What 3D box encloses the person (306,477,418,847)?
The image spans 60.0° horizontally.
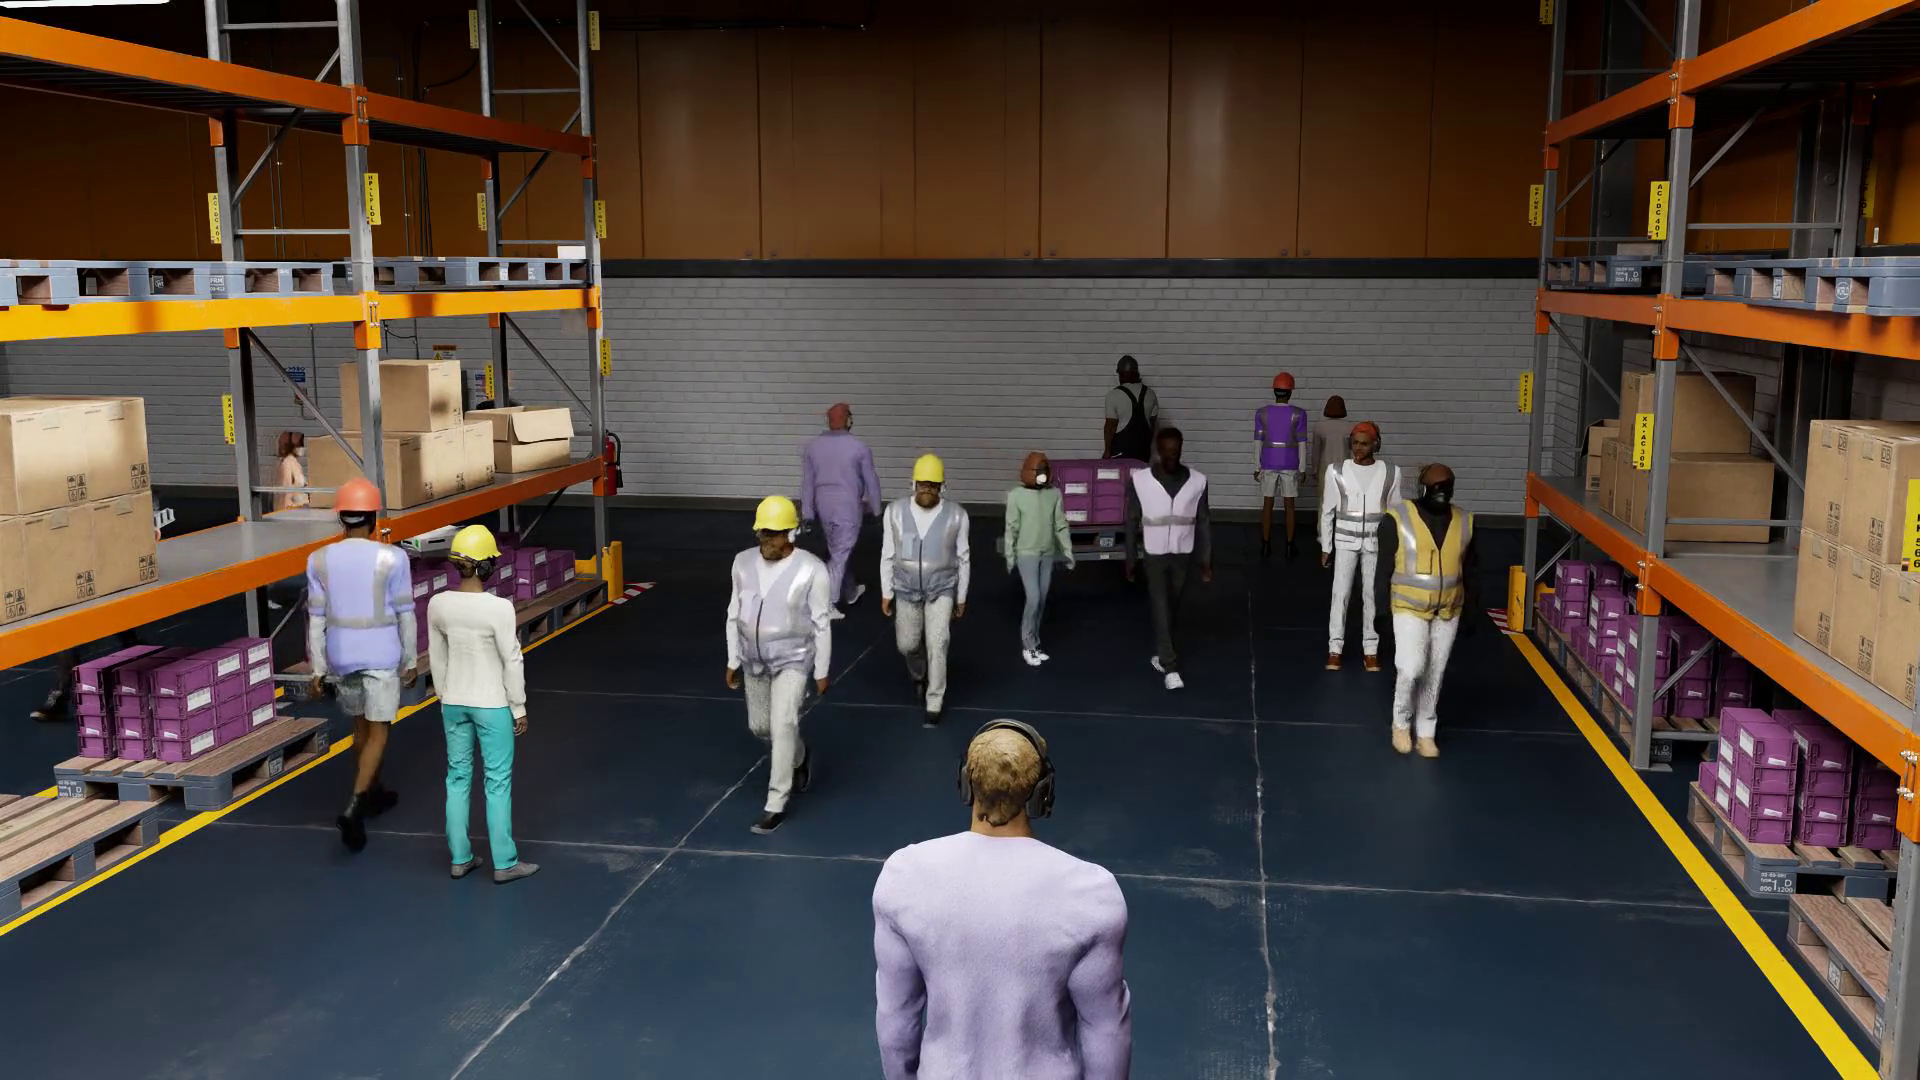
[{"bbox_3d":[-3.174,0.631,8.782,0.551,1.913,0.889,0,9,2],"label":"person"}]

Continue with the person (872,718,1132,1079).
[{"bbox_3d":[0.107,1.379,4.057,0.632,1.939,0.368,3,10,15],"label":"person"}]

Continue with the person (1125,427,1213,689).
[{"bbox_3d":[1.533,0.112,12.107,0.609,1.860,0.993,-1,9,-9],"label":"person"}]

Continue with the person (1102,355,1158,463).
[{"bbox_3d":[1.880,-1.084,18.932,0.672,2.000,0.536,-5,10,-28],"label":"person"}]

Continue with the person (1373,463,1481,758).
[{"bbox_3d":[2.870,0.436,10.204,0.656,1.828,0.452,-1,9,-8],"label":"person"}]

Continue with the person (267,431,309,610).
[{"bbox_3d":[-5.852,-0.165,14.634,0.856,1.594,0.525,-3,10,-18],"label":"person"}]

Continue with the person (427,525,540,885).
[{"bbox_3d":[-2.344,0.804,8.137,0.523,1.769,0.310,3,10,20],"label":"person"}]

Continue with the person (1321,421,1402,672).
[{"bbox_3d":[2.989,0.050,12.421,0.584,1.881,0.337,1,9,8],"label":"person"}]

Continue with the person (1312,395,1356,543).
[{"bbox_3d":[4.102,-0.766,18.218,0.501,1.636,0.281,3,10,16],"label":"person"}]

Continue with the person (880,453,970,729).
[{"bbox_3d":[-0.219,0.305,11.076,0.590,1.810,0.690,1,9,7],"label":"person"}]

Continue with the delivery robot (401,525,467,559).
[{"bbox_3d":[-5.157,0.009,16.471,0.477,0.478,0.707,8,12,43],"label":"delivery robot"}]

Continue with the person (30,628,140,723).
[{"bbox_3d":[-5.786,0.257,11.021,0.611,1.921,0.957,1,9,8],"label":"person"}]

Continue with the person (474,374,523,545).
[{"bbox_3d":[-4.884,-0.832,17.675,0.681,1.943,0.817,4,10,25],"label":"person"}]

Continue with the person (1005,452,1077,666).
[{"bbox_3d":[0.636,0.145,12.653,0.509,1.618,0.515,-6,11,-33],"label":"person"}]

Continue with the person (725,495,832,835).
[{"bbox_3d":[-0.966,0.631,9.069,0.592,1.807,0.800,4,10,24],"label":"person"}]

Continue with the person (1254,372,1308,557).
[{"bbox_3d":[3.352,-0.785,17.403,0.553,1.935,0.364,3,10,18],"label":"person"}]

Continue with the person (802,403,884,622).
[{"bbox_3d":[-0.999,-0.258,14.428,0.647,1.851,1.013,5,10,28],"label":"person"}]
